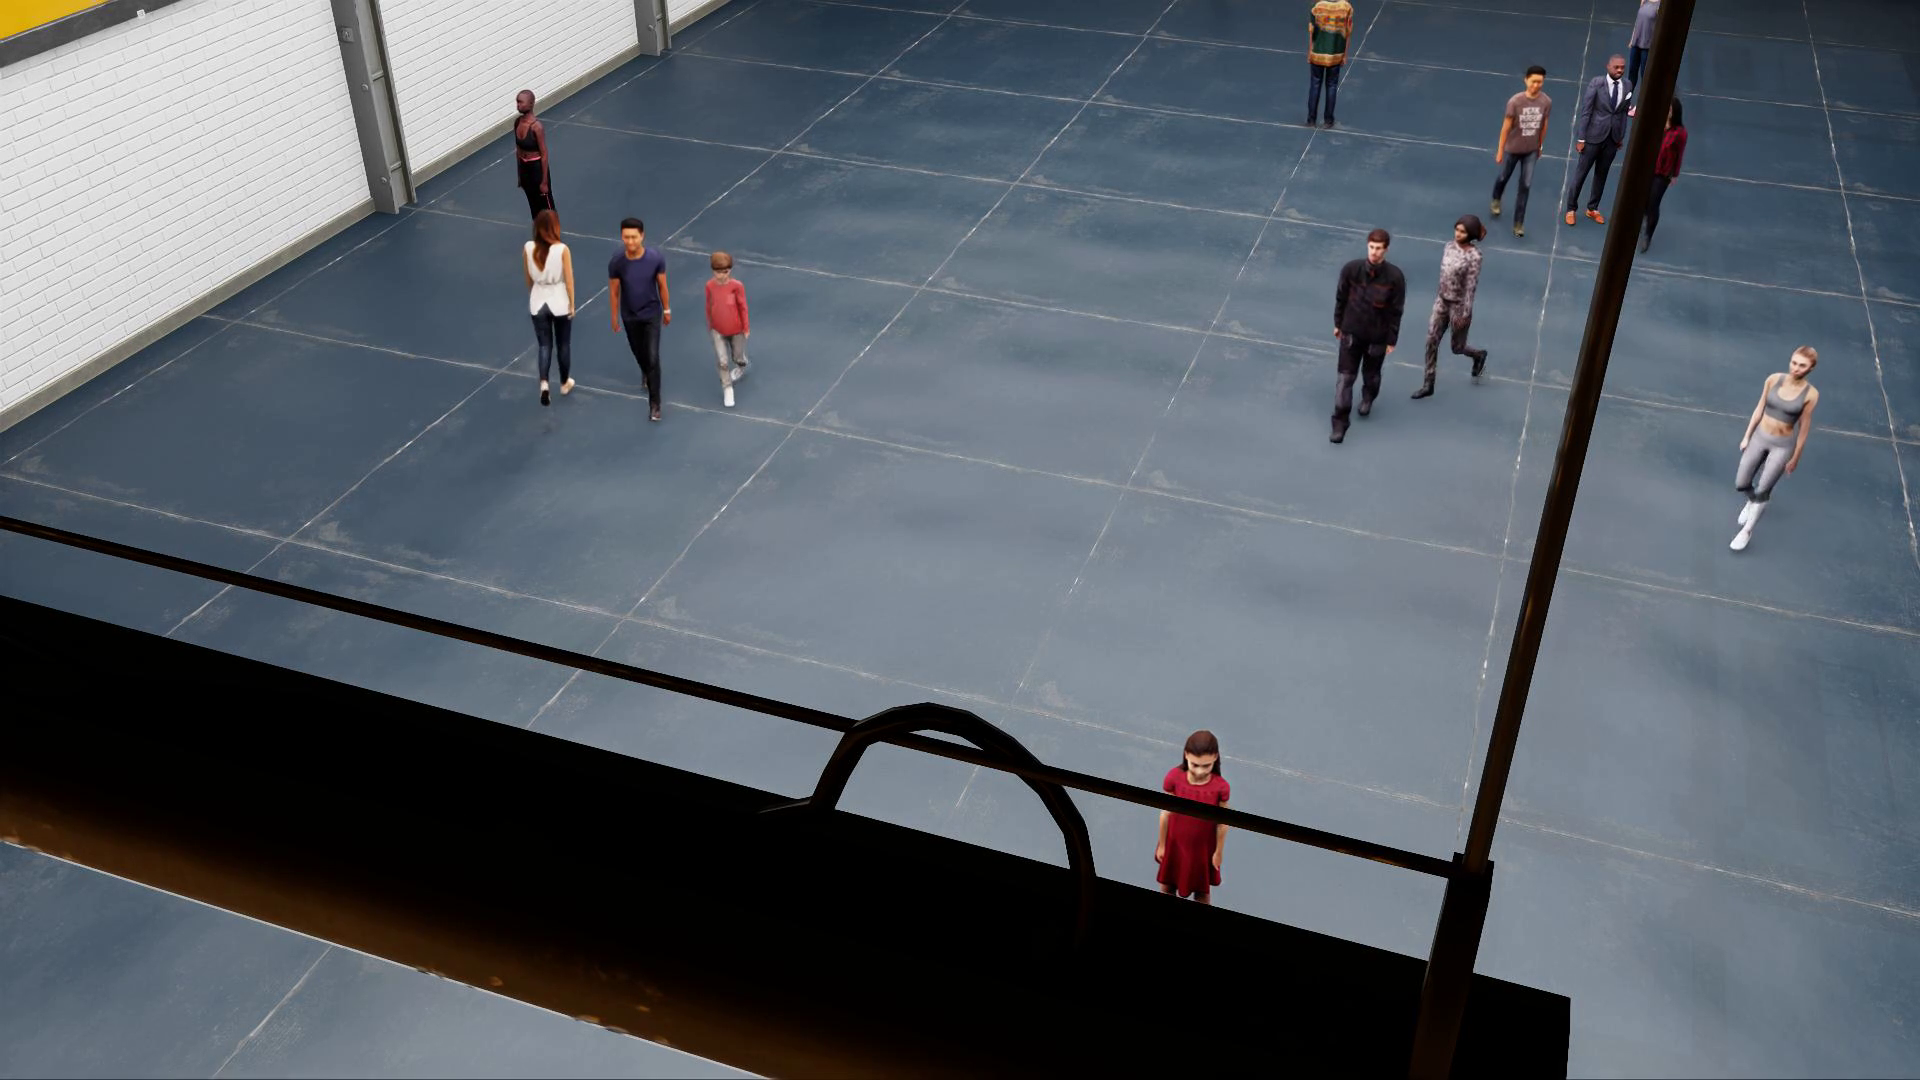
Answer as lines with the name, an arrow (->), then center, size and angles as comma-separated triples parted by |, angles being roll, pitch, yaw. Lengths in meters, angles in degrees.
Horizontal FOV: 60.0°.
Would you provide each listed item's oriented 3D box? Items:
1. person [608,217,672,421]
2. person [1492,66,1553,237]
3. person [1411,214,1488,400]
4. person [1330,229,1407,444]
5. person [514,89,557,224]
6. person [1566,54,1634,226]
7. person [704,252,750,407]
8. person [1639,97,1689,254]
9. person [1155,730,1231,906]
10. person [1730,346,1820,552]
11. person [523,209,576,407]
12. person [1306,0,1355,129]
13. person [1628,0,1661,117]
person -> -2.748, -1.982, 14.381 | 0.995, 1.756, 1.243 | -3, 34, -4
person -> 5.945, -4.194, 17.731 | 0.891, 1.730, 1.220 | 2, 34, 2
person -> 4.375, -2.040, 14.524 | 1.088, 1.694, 0.991 | -17, 37, -24
person -> 3.444, -1.768, 14.018 | 0.747, 1.801, 1.136 | 13, 36, 19
person -> -4.338, -3.751, 17.040 | 0.631, 1.758, 0.608 | 21, 39, 28
person -> 6.860, -4.301, 17.808 | 0.790, 1.824, 0.771 | -4, 34, -6
person -> -2.039, -1.897, 14.579 | 0.682, 1.396, 0.876 | 2, 34, 4
person -> 7.237, -3.839, 17.293 | 0.727, 1.625, 0.952 | 18, 38, 25
person -> 1.263, 1.640, 9.116 | 0.562, 1.552, 0.625 | 7, 34, 11
person -> 6.156, -0.728, 12.549 | 0.856, 1.696, 0.756 | -28, 43, -35
person -> -3.546, -1.960, 14.341 | 0.784, 1.763, 1.000 | 1, 34, 1
person -> 4.479, -5.941, 20.292 | 0.743, 1.806, 0.714 | 5, 34, 8
person -> 8.537, -6.173, 20.717 | 0.710, 1.722, 0.648 | -14, 36, -20
